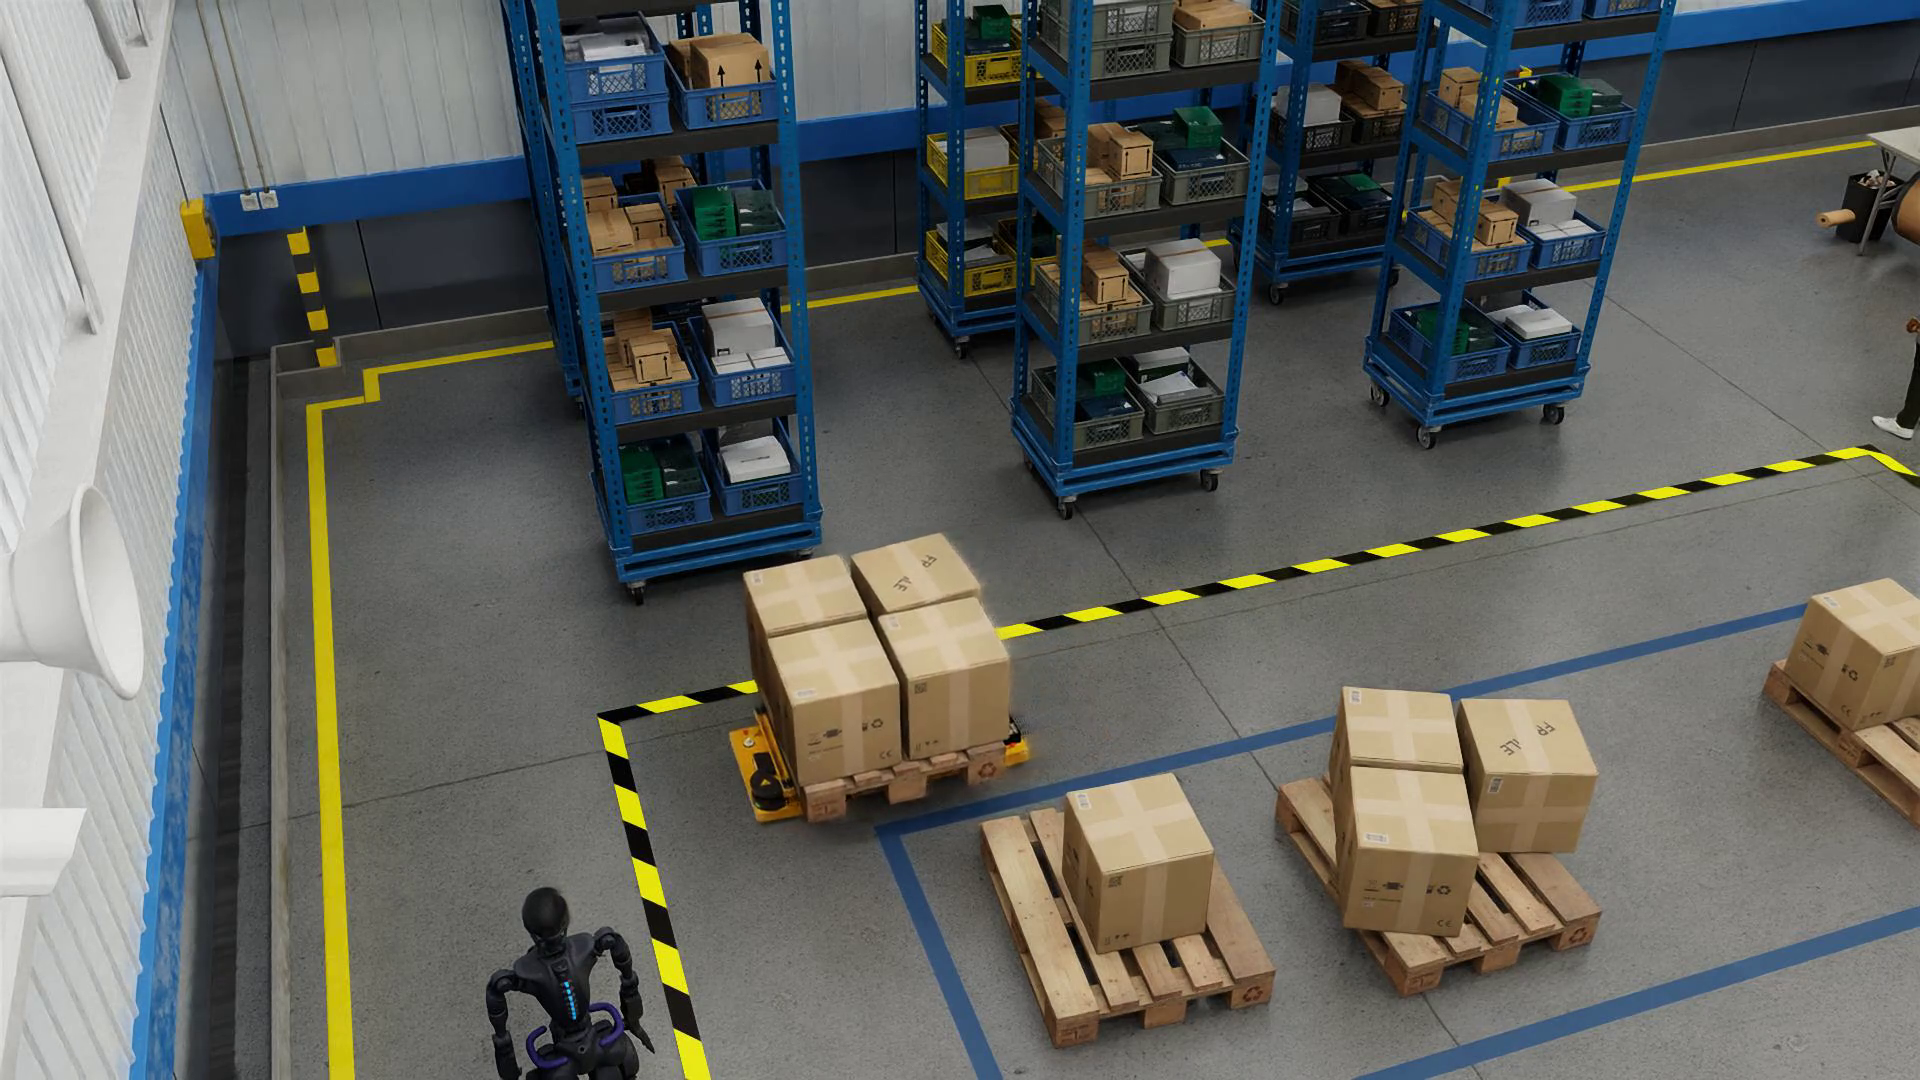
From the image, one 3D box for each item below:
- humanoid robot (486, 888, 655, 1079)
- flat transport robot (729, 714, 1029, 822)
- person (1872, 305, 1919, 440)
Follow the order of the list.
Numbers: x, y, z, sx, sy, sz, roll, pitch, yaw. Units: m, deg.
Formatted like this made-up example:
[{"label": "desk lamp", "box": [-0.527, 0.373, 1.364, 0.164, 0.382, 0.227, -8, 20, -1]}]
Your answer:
[{"label": "humanoid robot", "box": [-1.420, 1.904, 6.124, 0.599, 1.653, 0.315, -18, 39, -24]}, {"label": "flat transport robot", "box": [-0.426, 1.018, 8.588, 1.431, 0.197, 0.652, -11, 37, -15]}, {"label": "person", "box": [6.456, -1.510, 10.822, 0.587, 1.853, 0.373, -10, 36, -13]}]
